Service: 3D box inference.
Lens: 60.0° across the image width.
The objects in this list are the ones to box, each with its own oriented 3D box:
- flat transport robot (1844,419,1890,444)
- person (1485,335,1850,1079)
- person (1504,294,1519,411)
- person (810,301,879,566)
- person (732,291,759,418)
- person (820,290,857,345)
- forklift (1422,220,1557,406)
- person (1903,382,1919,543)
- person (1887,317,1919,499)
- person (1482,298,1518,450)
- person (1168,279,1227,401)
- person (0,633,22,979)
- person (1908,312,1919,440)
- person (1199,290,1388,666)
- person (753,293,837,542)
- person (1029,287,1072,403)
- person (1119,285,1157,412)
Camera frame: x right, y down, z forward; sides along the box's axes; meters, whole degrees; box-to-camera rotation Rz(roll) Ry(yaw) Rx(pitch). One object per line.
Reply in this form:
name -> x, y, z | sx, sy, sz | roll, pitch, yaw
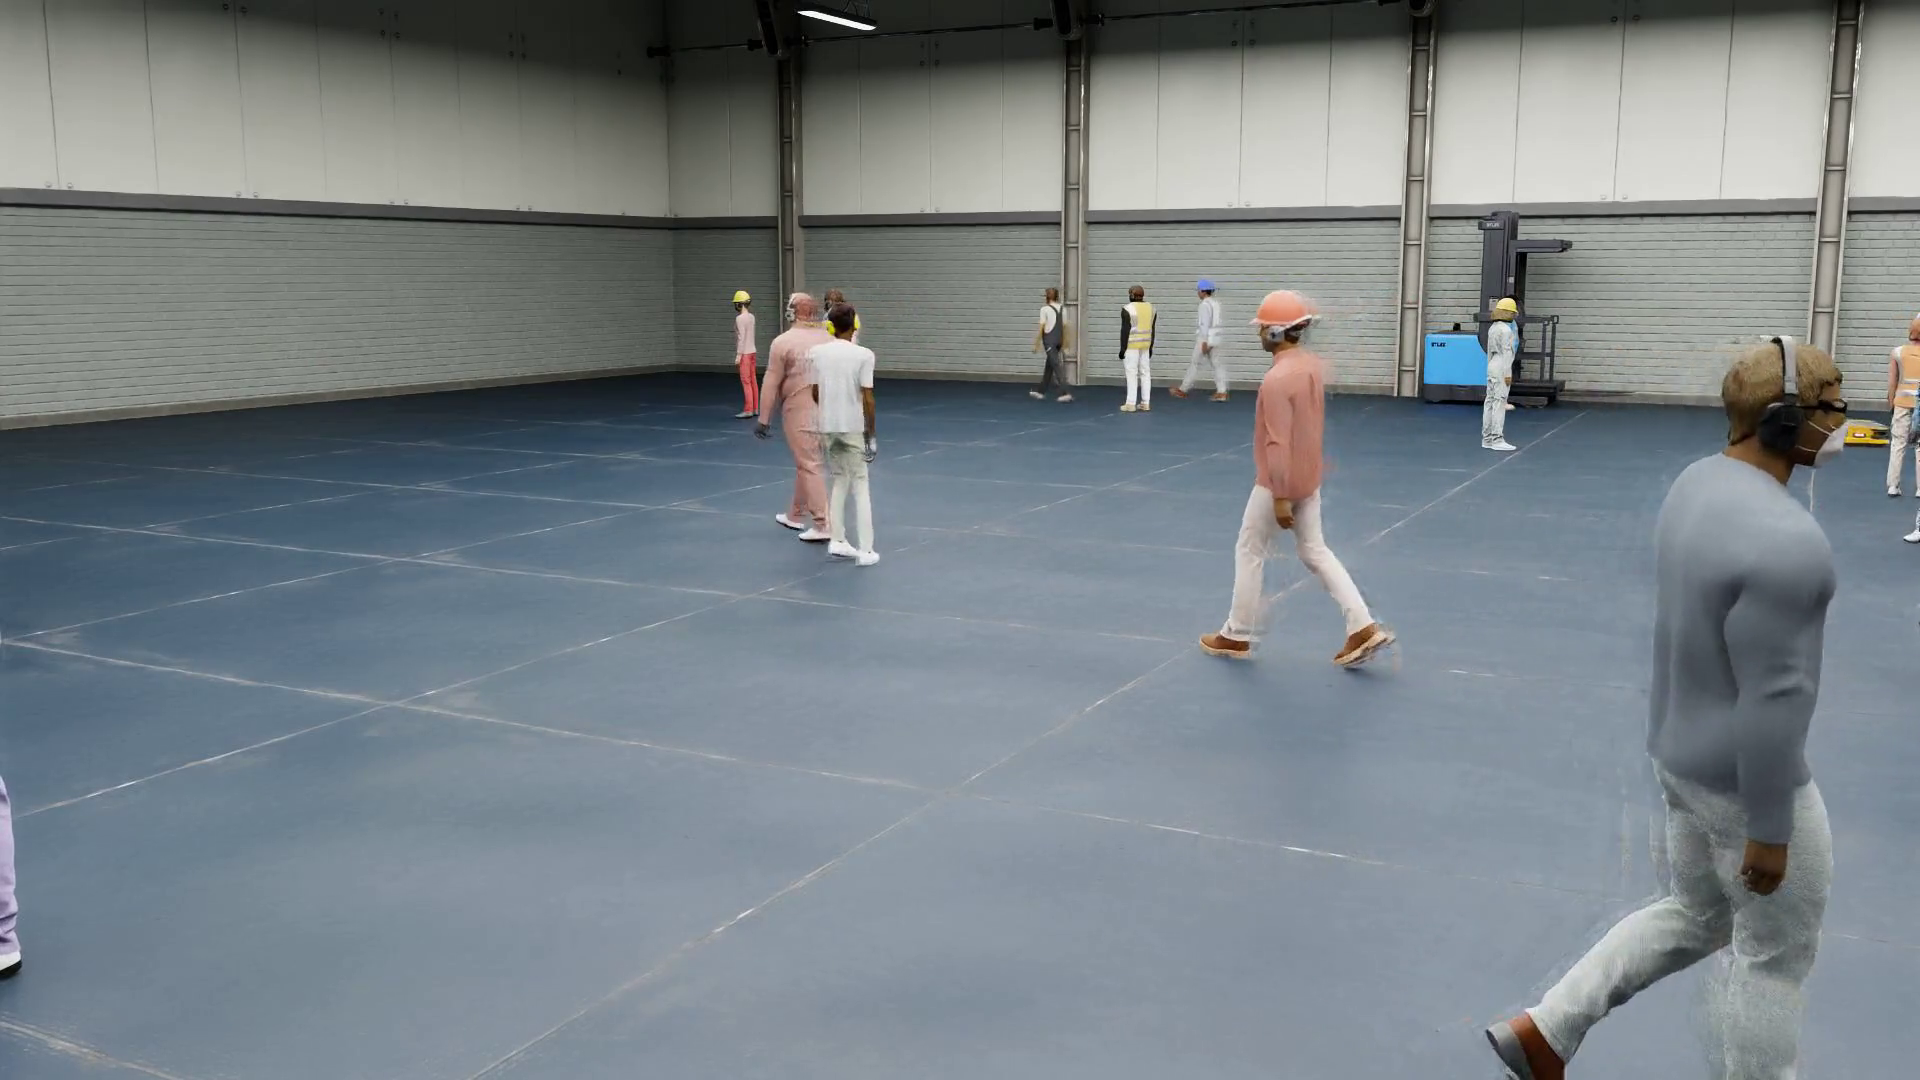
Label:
flat transport robot -> 10.777, -1.328, 20.180 | 0.652, 0.197, 1.431 | 3, 10, 18
person -> 1.640, 0.510, 3.664 | 0.732, 1.919, 0.634 | 0, 9, 3
person -> 8.091, -2.775, 24.584 | 0.318, 1.699, 0.535 | 3, 10, 17
person -> -0.785, -0.758, 11.748 | 0.529, 1.830, 0.508 | 3, 10, 17
person -> -3.020, -2.588, 23.226 | 0.328, 1.767, 0.532 | 2, 10, 15
person -> -1.463, -2.097, 20.054 | 0.438, 1.816, 0.643 | 5, 11, 30
forklift -> 8.245, -3.527, 25.720 | 1.873, 2.768, 1.129 | 5, 10, 27
person -> 7.373, -0.768, 12.414 | 0.309, 1.634, 0.522 | -4, 10, -21
person -> 8.634, -1.193, 15.011 | 0.306, 1.640, 0.513 | -7, 12, -39
person -> 6.237, -1.913, 19.151 | 0.305, 1.737, 0.484 | -1, 9, -7
person -> 3.802, -3.141, 26.218 | 0.984, 1.894, 0.649 | 5, 11, 30
person -> -2.975, 0.334, 4.769 | 0.400, 1.910, 0.643 | -7, 11, -35
person -> 11.688, -2.155, 20.047 | 0.543, 1.931, 0.371 | -2, 10, -15
person -> 1.759, -0.315, 8.646 | 0.987, 1.962, 0.606 | 7, 12, 38
person -> -1.268, -0.944, 12.749 | 0.916, 1.867, 0.666 | 8, 12, 41
person -> 1.455, -3.066, 26.109 | 0.508, 1.801, 0.985 | -9, 13, -43
person -> 2.575, -2.811, 24.368 | 0.634, 1.841, 0.429 | -6, 11, -34
